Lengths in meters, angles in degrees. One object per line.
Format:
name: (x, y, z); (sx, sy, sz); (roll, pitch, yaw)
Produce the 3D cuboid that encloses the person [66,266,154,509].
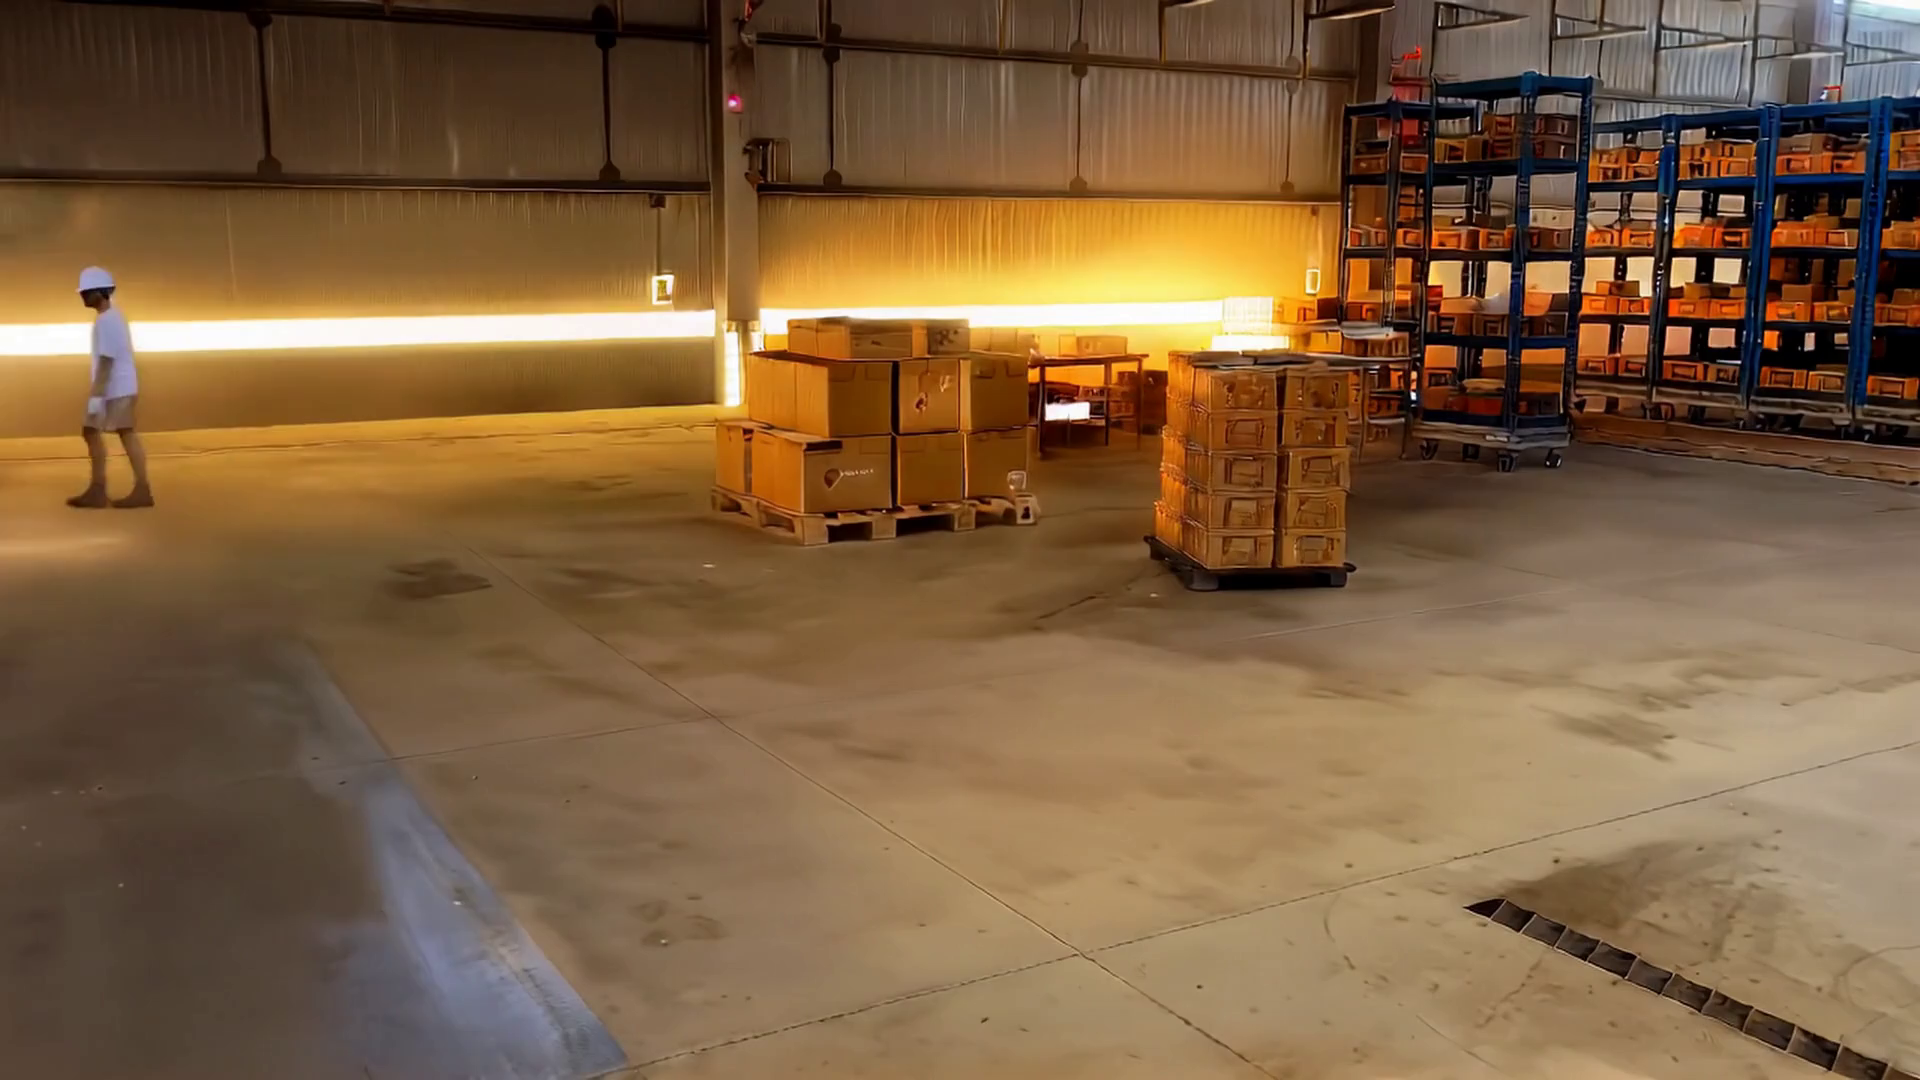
person: (-6.754, -1.168, 13.018); (0.759, 1.909, 0.565); (-7, 12, -34)
